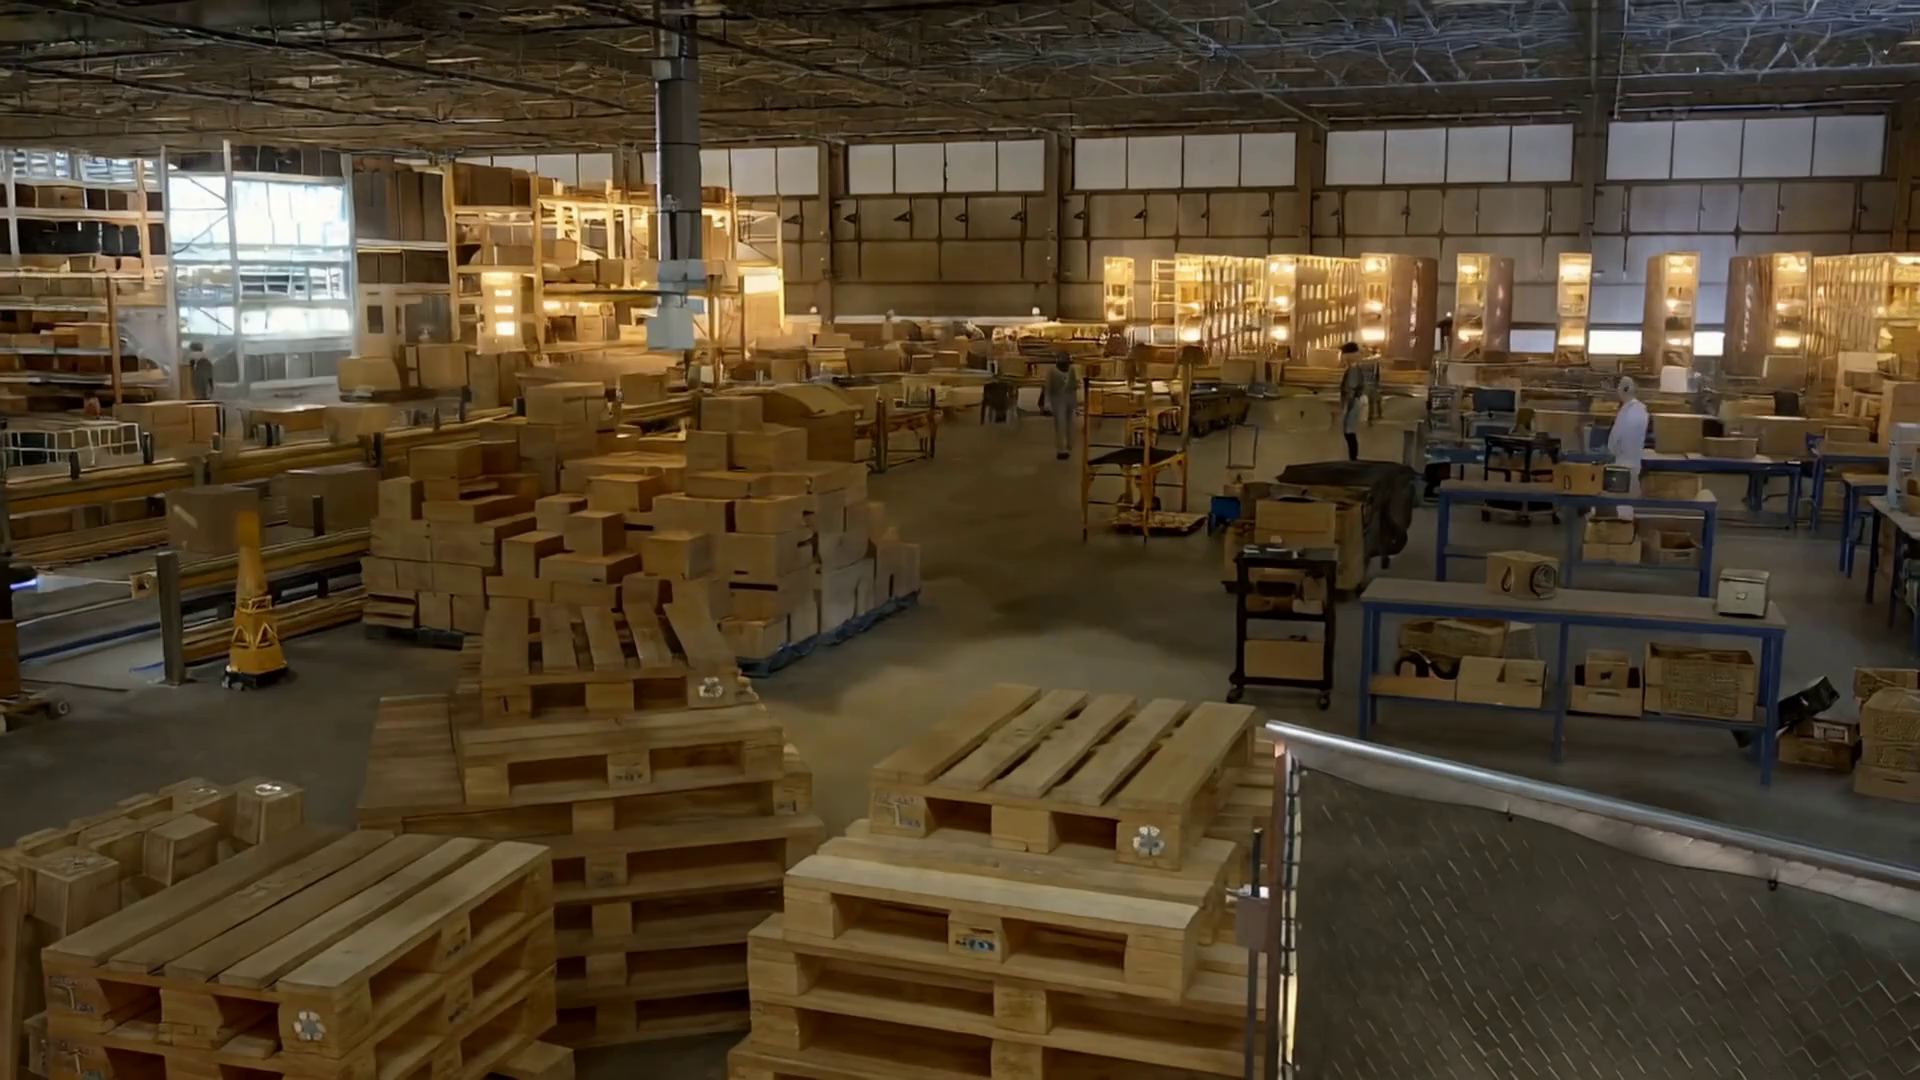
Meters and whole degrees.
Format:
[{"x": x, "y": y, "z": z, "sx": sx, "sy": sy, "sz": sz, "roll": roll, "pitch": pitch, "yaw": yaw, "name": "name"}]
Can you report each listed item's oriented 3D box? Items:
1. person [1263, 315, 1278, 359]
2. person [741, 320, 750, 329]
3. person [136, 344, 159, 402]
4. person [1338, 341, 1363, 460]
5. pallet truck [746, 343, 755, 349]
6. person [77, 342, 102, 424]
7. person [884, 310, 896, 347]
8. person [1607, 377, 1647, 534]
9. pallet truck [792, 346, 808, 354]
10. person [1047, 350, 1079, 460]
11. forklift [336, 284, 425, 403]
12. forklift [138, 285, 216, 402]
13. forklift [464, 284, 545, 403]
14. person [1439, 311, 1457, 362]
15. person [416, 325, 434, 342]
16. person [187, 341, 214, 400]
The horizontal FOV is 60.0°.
[{"x": 10.051, "y": -6.397, "z": 53.594, "sx": 0.589, "sy": 1.809, "sz": 0.630, "roll": 4, "pitch": 10, "yaw": 25, "name": "person"}, {"x": -6.319, "y": -5.577, "z": 48.729, "sx": 0.766, "sy": 1.706, "sz": 0.615, "roll": -1, "pitch": 9, "yaw": -9, "name": "person"}, {"x": -16.659, "y": -3.197, "z": 34.060, "sx": 0.279, "sy": 1.634, "sz": 0.499, "roll": 4, "pitch": 10, "yaw": 25, "name": "person"}, {"x": 5.853, "y": -1.960, "z": 25.000, "sx": 0.358, "sy": 2.047, "sz": 0.615, "roll": 2, "pitch": 9, "yaw": 15, "name": "person"}, {"x": -6.183, "y": -4.618, "z": 44.264, "sx": 1.601, "sy": 1.201, "sz": 0.680, "roll": -9, "pitch": 12, "yaw": -43, "name": "pallet truck"}, {"x": -17.458, "y": -3.110, "z": 33.320, "sx": 0.319, "sy": 1.697, "sz": 0.533, "roll": 4, "pitch": 10, "yaw": 22, "name": "person"}, {"x": -2.347, "y": -6.390, "z": 53.152, "sx": 0.986, "sy": 1.947, "sz": 0.620, "roll": 0, "pitch": 9, "yaw": -1, "name": "person"}, {"x": 7.427, "y": -0.872, "z": 18.634, "sx": 0.432, "sy": 1.894, "sz": 0.669, "roll": 5, "pitch": 10, "yaw": 27, "name": "person"}, {"x": -3.705, "y": -4.298, "z": 42.022, "sx": 0.653, "sy": 1.274, "sz": 1.630, "roll": 3, "pitch": 10, "yaw": 20, "name": "pallet truck"}, {"x": 1.694, "y": -2.205, "z": 27.251, "sx": 0.623, "sy": 1.818, "sz": 0.430, "roll": -7, "pitch": 11, "yaw": -36, "name": "person"}, {"x": -13.898, "y": -4.709, "z": 39.655, "sx": 1.129, "sy": 2.768, "sz": 1.873, "roll": 3, "pitch": 10, "yaw": 20, "name": "forklift"}, {"x": -17.480, "y": -4.200, "z": 36.461, "sx": 1.873, "sy": 2.768, "sz": 1.129, "roll": 3, "pitch": 10, "yaw": 19, "name": "forklift"}, {"x": -10.832, "y": -4.702, "z": 39.610, "sx": 1.129, "sy": 2.768, "sz": 1.873, "roll": 3, "pitch": 10, "yaw": 20, "name": "forklift"}, {"x": 16.502, "y": -6.832, "z": 56.254, "sx": 0.564, "sy": 1.837, "sz": 0.388, "roll": 3, "pitch": 9, "yaw": 17, "name": "person"}, {"x": -13.950, "y": -4.736, "z": 43.347, "sx": 0.548, "sy": 1.741, "sz": 0.537, "roll": 2, "pitch": 9, "yaw": 14, "name": "person"}, {"x": -13.396, "y": -2.586, "z": 29.433, "sx": 0.559, "sy": 1.895, "sz": 0.976, "roll": 4, "pitch": 10, "yaw": 25, "name": "person"}]
